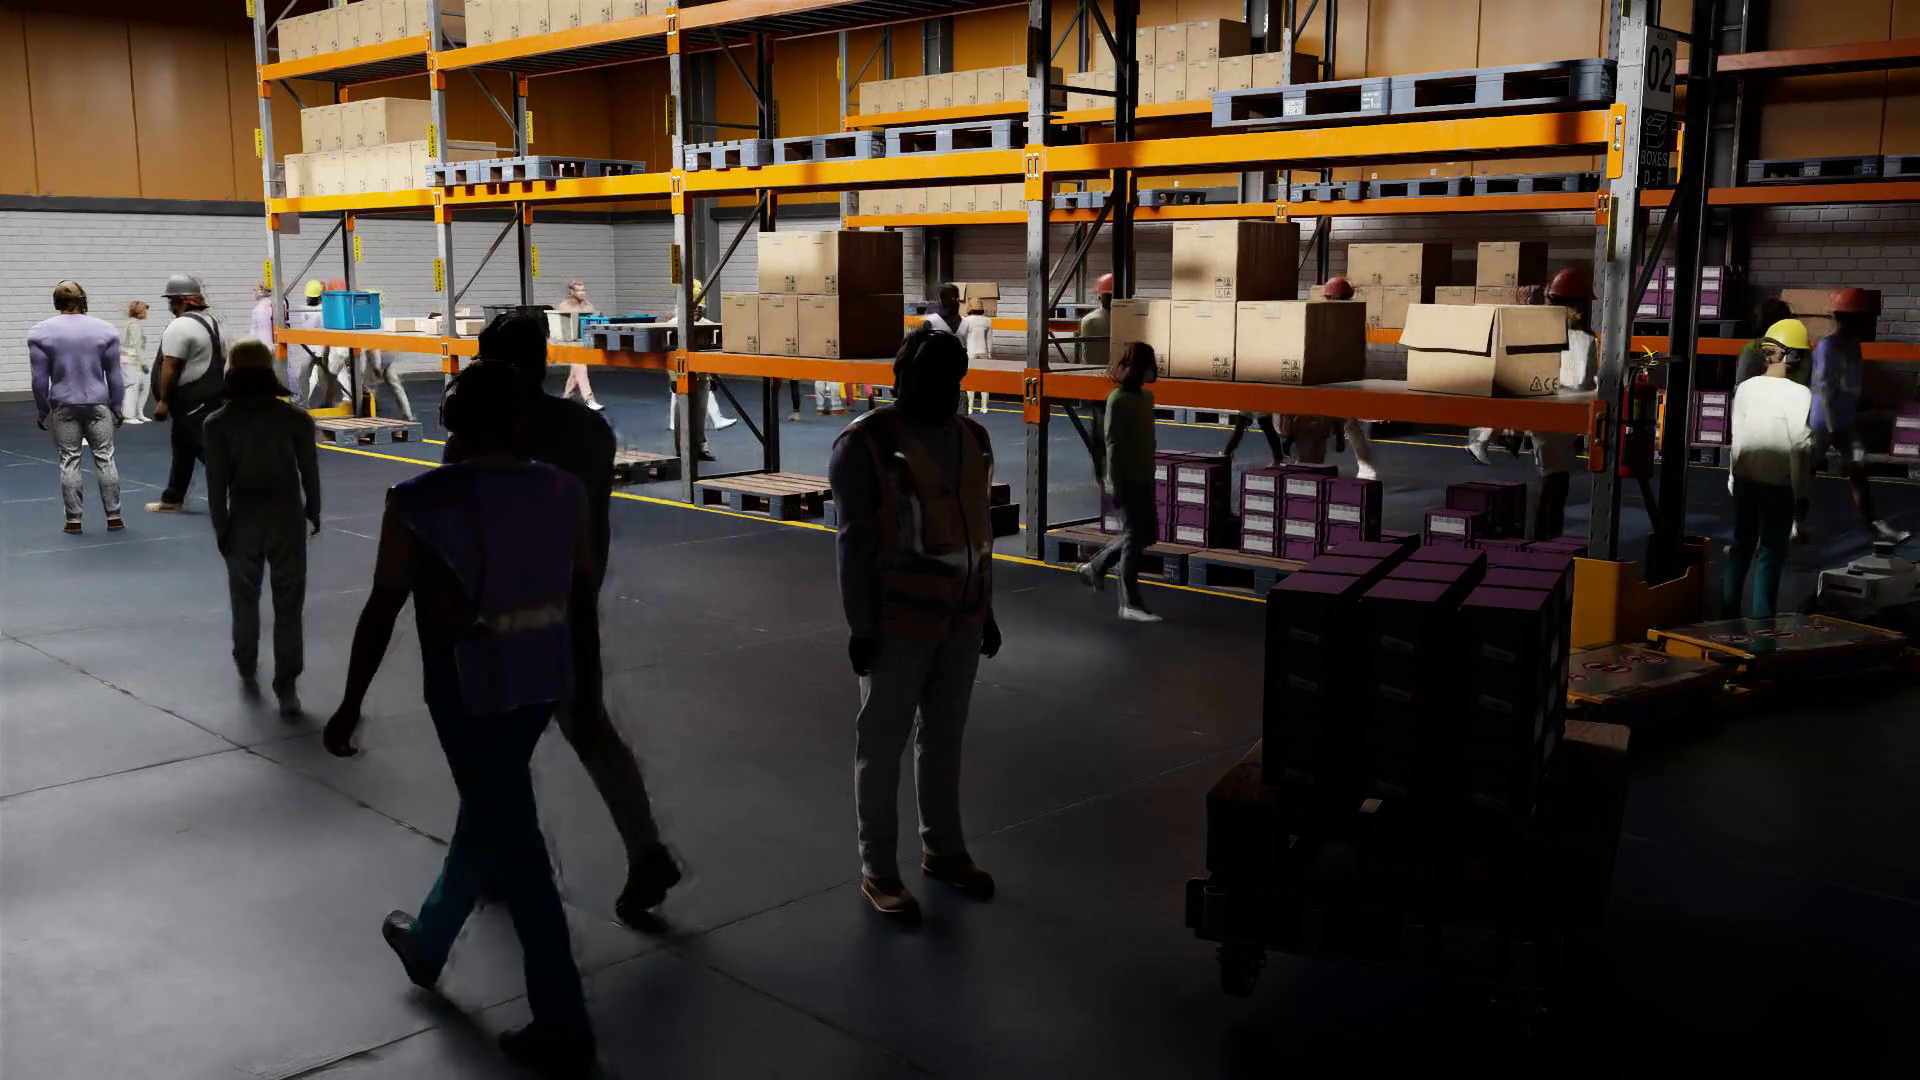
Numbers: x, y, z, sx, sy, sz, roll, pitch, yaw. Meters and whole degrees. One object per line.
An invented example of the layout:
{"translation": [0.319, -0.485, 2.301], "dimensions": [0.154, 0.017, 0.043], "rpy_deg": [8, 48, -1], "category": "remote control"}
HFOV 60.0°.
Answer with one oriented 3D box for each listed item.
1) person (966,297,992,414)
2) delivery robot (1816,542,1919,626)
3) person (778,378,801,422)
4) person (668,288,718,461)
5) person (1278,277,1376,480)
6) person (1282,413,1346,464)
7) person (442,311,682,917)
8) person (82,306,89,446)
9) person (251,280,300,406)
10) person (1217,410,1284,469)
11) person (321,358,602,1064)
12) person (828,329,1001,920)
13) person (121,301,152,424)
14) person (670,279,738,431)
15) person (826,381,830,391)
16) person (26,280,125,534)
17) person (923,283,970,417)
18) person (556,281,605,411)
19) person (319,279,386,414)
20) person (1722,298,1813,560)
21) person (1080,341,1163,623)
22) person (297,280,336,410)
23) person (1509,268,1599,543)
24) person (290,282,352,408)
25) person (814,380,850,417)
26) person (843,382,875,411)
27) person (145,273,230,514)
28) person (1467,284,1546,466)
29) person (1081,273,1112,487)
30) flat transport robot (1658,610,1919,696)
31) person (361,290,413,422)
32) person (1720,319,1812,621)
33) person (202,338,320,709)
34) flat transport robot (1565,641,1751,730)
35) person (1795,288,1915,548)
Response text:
{"translation": [0.219, -2.573, 23.254], "dimensions": [0.503, 1.627, 0.270], "rpy_deg": [-5, 10, -27], "category": "person"}
{"translation": [4.934, 0.253, 8.915], "dimensions": [0.707, 0.478, 0.477], "rpy_deg": [-6, 11, -32], "category": "delivery robot"}
{"translation": [-2.309, -2.393, 22.001], "dimensions": [0.572, 1.677, 0.356], "rpy_deg": [1, 9, 5], "category": "person"}
{"translation": [-2.784, -1.713, 17.385], "dimensions": [0.586, 1.823, 0.403], "rpy_deg": [-9, 13, -43], "category": "person"}
{"translation": [3.469, -1.460, 15.474], "dimensions": [1.021, 1.941, 0.622], "rpy_deg": [5, 11, 29], "category": "person"}
{"translation": [2.602, -0.733, 11.962], "dimensions": [0.546, 1.615, 0.589], "rpy_deg": [-9, 13, -43], "category": "person"}
{"translation": [-1.290, 0.238, 5.203], "dimensions": [0.955, 1.905, 0.632], "rpy_deg": [8, 12, 42], "category": "person"}
{"translation": [-10.108, -1.906, 19.123], "dimensions": [0.310, 1.642, 0.514], "rpy_deg": [0, 9, -1], "category": "person"}
{"translation": [-10.012, -2.829, 24.123], "dimensions": [1.013, 1.861, 0.653], "rpy_deg": [0, 9, 1], "category": "person"}
{"translation": [2.851, -1.485, 16.491], "dimensions": [0.882, 1.633, 0.530], "rpy_deg": [4, 10, 22], "category": "person"}
{"translation": [-1.288, 0.424, 4.379], "dimensions": [0.988, 1.776, 0.612], "rpy_deg": [6, 11, 34], "category": "person"}
{"translation": [-0.109, 0.254, 5.284], "dimensions": [0.621, 1.838, 0.429], "rpy_deg": [-8, 12, -41], "category": "person"}
{"translation": [-10.707, -2.295, 21.585], "dimensions": [0.467, 1.603, 0.542], "rpy_deg": [-4, 10, -23], "category": "person"}
{"translation": [-3.236, -2.269, 20.579], "dimensions": [0.944, 1.880, 0.619], "rpy_deg": [4, 10, 21], "category": "person"}
{"translation": [-2.059, -3.269, 27.500], "dimensions": [0.508, 1.632, 0.265], "rpy_deg": [7, 12, 38], "category": "person"}
{"translation": [-6.733, -1.008, 12.716], "dimensions": [0.629, 1.937, 0.376], "rpy_deg": [-5, 11, -30], "category": "person"}
{"translation": [-0.164, -1.714, 17.202], "dimensions": [0.596, 1.882, 0.975], "rpy_deg": [-7, 12, -37], "category": "person"}
{"translation": [-5.434, -2.772, 23.790], "dimensions": [0.984, 1.855, 0.640], "rpy_deg": [6, 11, 31], "category": "person"}
{"translation": [-8.375, -2.604, 22.672], "dimensions": [1.011, 1.892, 0.561], "rpy_deg": [-1, 9, -7], "category": "person"}
{"translation": [5.553, -0.733, 11.373], "dimensions": [0.639, 1.825, 0.631], "rpy_deg": [-4, 10, -26], "category": "person"}
{"translation": [0.947, -0.338, 9.575], "dimensions": [0.503, 1.614, 0.512], "rpy_deg": [6, 11, 32], "category": "person"}
{"translation": [-8.859, -2.607, 22.729], "dimensions": [0.673, 1.863, 0.818], "rpy_deg": [4, 10, 25], "category": "person"}
{"translation": [3.942, -0.725, 10.715], "dimensions": [0.648, 2.018, 0.764], "rpy_deg": [-5, 10, -27], "category": "person"}
{"translation": [-9.239, -2.797, 23.982], "dimensions": [0.604, 1.826, 0.999], "rpy_deg": [8, 12, 39], "category": "person"}
{"translation": [-1.789, -2.659, 22.832], "dimensions": [0.635, 1.936, 0.356], "rpy_deg": [5, 11, 30], "category": "person"}
{"translation": [-1.467, -2.642, 23.375], "dimensions": [0.542, 1.729, 0.722], "rpy_deg": [-7, 11, -35], "category": "person"}
{"translation": [-6.235, -1.205, 13.603], "dimensions": [0.985, 2.000, 0.686], "rpy_deg": [0, 9, -3], "category": "person"}
{"translation": [5.712, -1.674, 16.997], "dimensions": [0.938, 1.874, 0.661], "rpy_deg": [4, 10, 21], "category": "person"}
{"translation": [1.372, -1.450, 15.283], "dimensions": [0.629, 1.975, 0.441], "rpy_deg": [-6, 11, -31], "category": "person"}
{"translation": [4.090, 0.549, 8.260], "dimensions": [1.431, 0.197, 0.652], "rpy_deg": [-4, 10, -23], "category": "flat transport robot"}
{"translation": [-7.341, -2.257, 20.933], "dimensions": [0.940, 1.761, 0.612], "rpy_deg": [1, 9, 7], "category": "person"}
{"translation": [4.360, -0.302, 8.941], "dimensions": [0.342, 1.760, 0.533], "rpy_deg": [-2, 10, -14], "category": "person"}
{"translation": [-3.284, -0.098, 7.869], "dimensions": [0.499, 1.697, 0.899], "rpy_deg": [-4, 10, -24], "category": "person"}
{"translation": [2.860, 0.678, 7.469], "dimensions": [1.431, 0.197, 0.652], "rpy_deg": [-7, 11, -35], "category": "flat transport robot"}
{"translation": [6.395, -0.874, 12.051], "dimensions": [0.569, 1.878, 1.008], "rpy_deg": [-7, 11, -36], "category": "person"}
